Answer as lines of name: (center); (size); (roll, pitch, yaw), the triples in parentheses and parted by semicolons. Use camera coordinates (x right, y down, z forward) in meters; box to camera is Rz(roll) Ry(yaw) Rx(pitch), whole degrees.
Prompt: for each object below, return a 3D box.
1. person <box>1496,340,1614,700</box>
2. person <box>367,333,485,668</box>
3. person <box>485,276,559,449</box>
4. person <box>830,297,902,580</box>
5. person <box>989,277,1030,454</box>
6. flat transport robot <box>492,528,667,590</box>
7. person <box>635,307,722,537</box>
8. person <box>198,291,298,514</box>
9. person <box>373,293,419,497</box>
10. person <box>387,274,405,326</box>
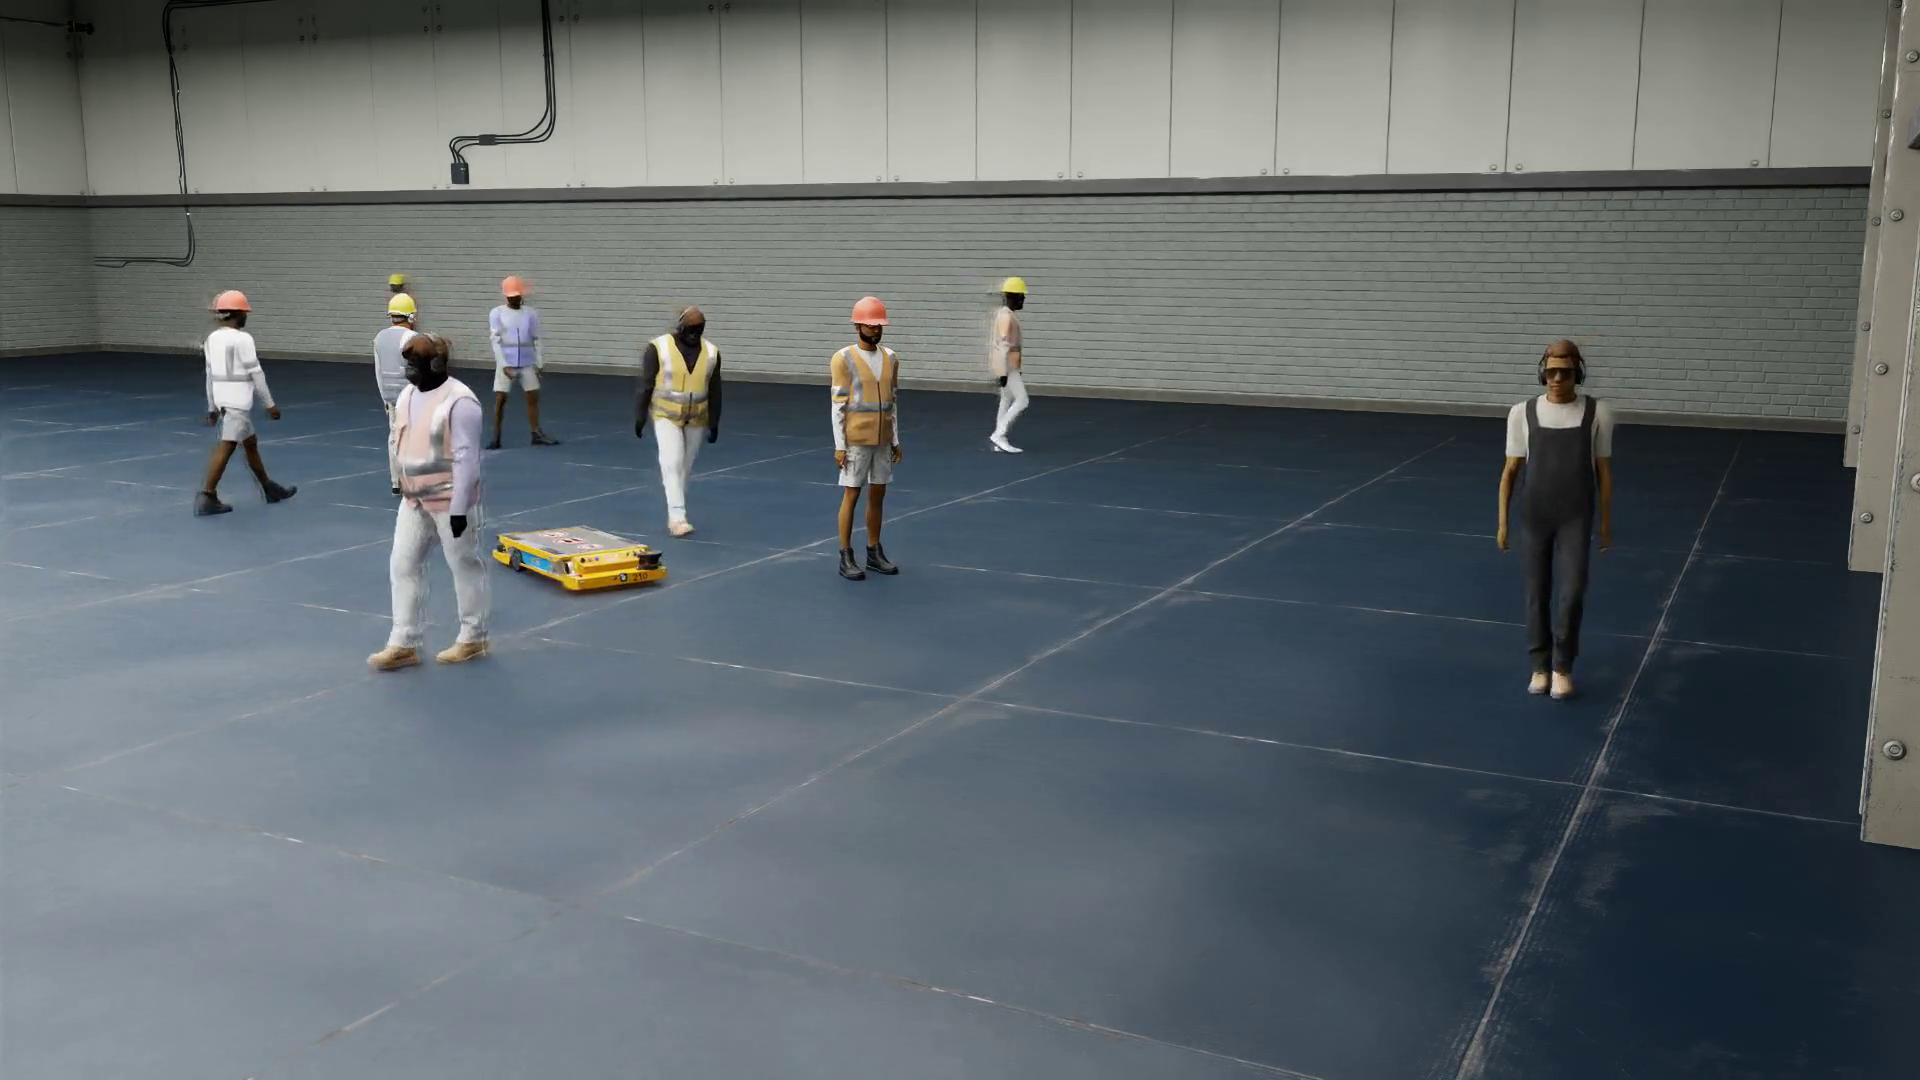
person: (2.999, -0.089, 8.404); (0.552, 1.827, 0.551); (5, 11, 24)
person: (-2.913, -0.188, 8.962); (0.654, 1.819, 0.756); (7, 12, 34)
person: (-4.876, -1.952, 18.434); (0.784, 1.917, 0.398); (-8, 13, -36)
person: (-0.619, -0.697, 11.426); (0.550, 1.935, 0.376); (-8, 13, -39)
person: (0.551, -1.865, 17.881); (0.428, 1.911, 0.596); (0, 10, -1)
flat transport robot: (-2.671, 0.106, 11.596); (0.652, 0.197, 1.431); (-8, 13, -37)
person: (-2.152, -0.916, 13.038); (0.691, 1.787, 0.889); (-6, 12, -31)
person: (-6.197, -1.185, 14.266); (0.558, 1.883, 1.013); (8, 13, 36)
person: (-4.937, -1.280, 14.884); (0.601, 1.832, 0.404); (6, 12, 29)
person: (-8.820, -3.297, 26.100); (0.561, 1.744, 0.502); (9, 14, 41)
